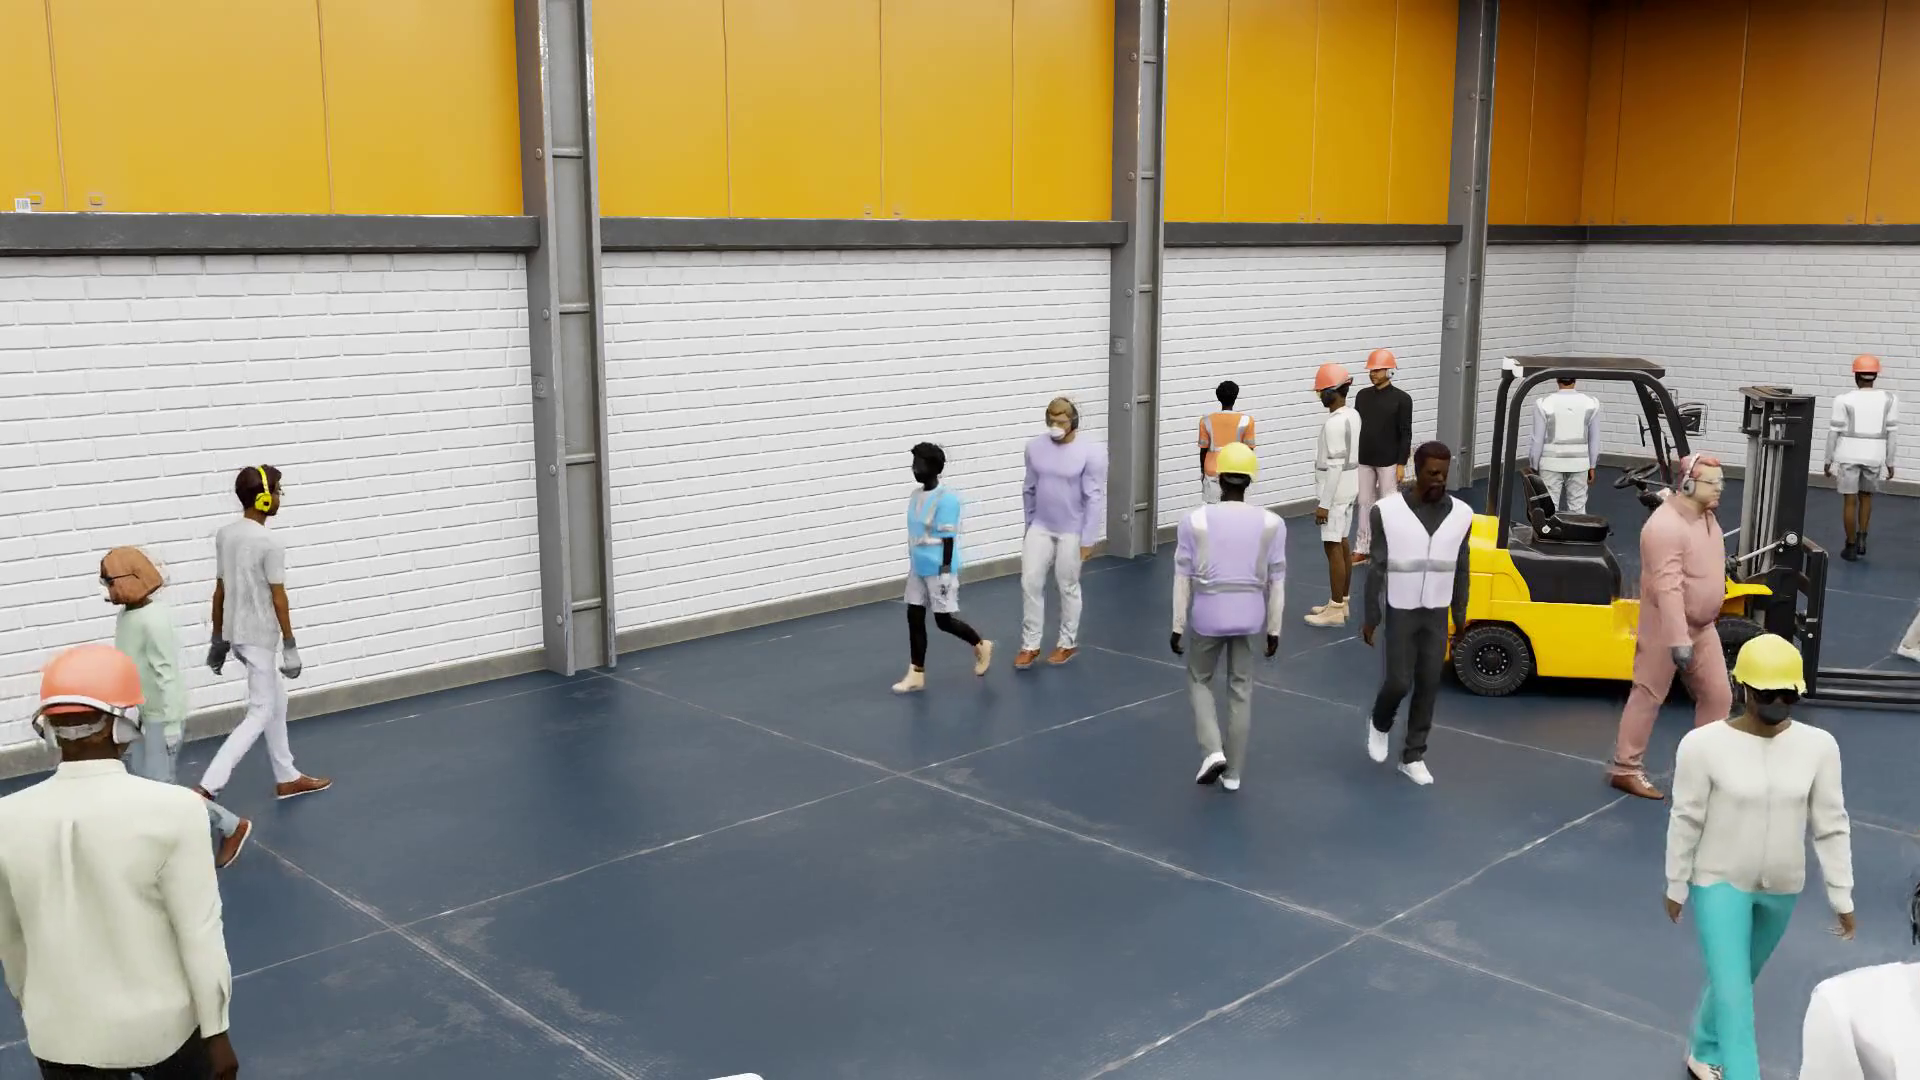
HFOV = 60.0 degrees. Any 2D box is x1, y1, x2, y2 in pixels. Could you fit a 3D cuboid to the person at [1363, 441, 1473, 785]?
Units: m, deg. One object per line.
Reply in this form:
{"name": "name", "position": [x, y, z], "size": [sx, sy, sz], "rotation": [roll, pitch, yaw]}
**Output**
{"name": "person", "position": [2.516, 0.390, 9.180], "size": [0.625, 1.903, 0.465], "rotation": [-2, 11, -9]}

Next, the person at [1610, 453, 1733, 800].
{"name": "person", "position": [3.866, 0.488, 8.739], "size": [0.659, 1.879, 0.822], "rotation": [-8, 13, -38]}

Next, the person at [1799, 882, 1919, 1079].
{"name": "person", "position": [1.998, 1.483, 3.462], "size": [0.586, 1.840, 1.009], "rotation": [3, 11, 15]}

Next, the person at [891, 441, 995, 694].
{"name": "person", "position": [-0.122, 0.174, 10.981], "size": [0.677, 1.675, 0.537], "rotation": [-7, 13, -34]}

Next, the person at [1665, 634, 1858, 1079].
{"name": "person", "position": [2.637, 1.161, 5.466], "size": [0.540, 1.720, 0.894], "rotation": [0, 10, -1]}

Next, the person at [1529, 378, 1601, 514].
{"name": "person", "position": [5.360, -0.654, 14.791], "size": [0.604, 1.937, 0.403], "rotation": [1, 10, 5]}

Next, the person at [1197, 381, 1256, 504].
{"name": "person", "position": [2.437, -0.612, 15.243], "size": [0.531, 1.694, 0.320], "rotation": [4, 11, 20]}

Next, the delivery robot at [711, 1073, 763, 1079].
{"name": "delivery robot", "position": [-0.648, 1.819, 4.822], "size": [0.477, 0.478, 0.707], "rotation": [-4, 11, -19]}

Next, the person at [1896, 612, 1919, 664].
{"name": "person", "position": [6.906, 0.146, 11.398], "size": [0.554, 1.587, 0.857], "rotation": [-9, 14, -41]}

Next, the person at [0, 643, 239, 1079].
{"name": "person", "position": [-2.191, 1.234, 4.439], "size": [0.630, 1.956, 0.814], "rotation": [0, 10, -2]}

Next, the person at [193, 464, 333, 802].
{"name": "person", "position": [-3.712, 0.531, 8.618], "size": [0.523, 1.841, 0.826], "rotation": [8, 13, 36]}

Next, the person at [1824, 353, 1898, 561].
{"name": "person", "position": [8.345, -0.769, 15.456], "size": [0.578, 1.920, 0.530], "rotation": [2, 11, 12]}

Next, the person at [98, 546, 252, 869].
{"name": "person", "position": [-3.628, 0.812, 7.639], "size": [0.529, 1.620, 0.478], "rotation": [10, 14, 43]}

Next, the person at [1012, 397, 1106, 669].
{"name": "person", "position": [0.655, -0.029, 11.451], "size": [0.644, 1.907, 0.740], "rotation": [6, 12, 29]}

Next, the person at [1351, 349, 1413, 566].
{"name": "person", "position": [3.776, -0.726, 15.029], "size": [0.382, 1.995, 0.612], "rotation": [-9, 14, -42]}

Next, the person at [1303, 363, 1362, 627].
{"name": "person", "position": [2.867, -0.343, 12.839], "size": [0.392, 2.033, 0.605], "rotation": [5, 12, 25]}

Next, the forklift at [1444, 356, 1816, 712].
{"name": "forklift", "position": [4.276, -0.101, 11.076], "size": [2.313, 2.155, 1.214], "rotation": [2, 11, 13]}

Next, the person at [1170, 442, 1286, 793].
{"name": "person", "position": [1.439, 0.424, 8.976], "size": [0.618, 1.908, 0.417], "rotation": [0, 10, -1]}
